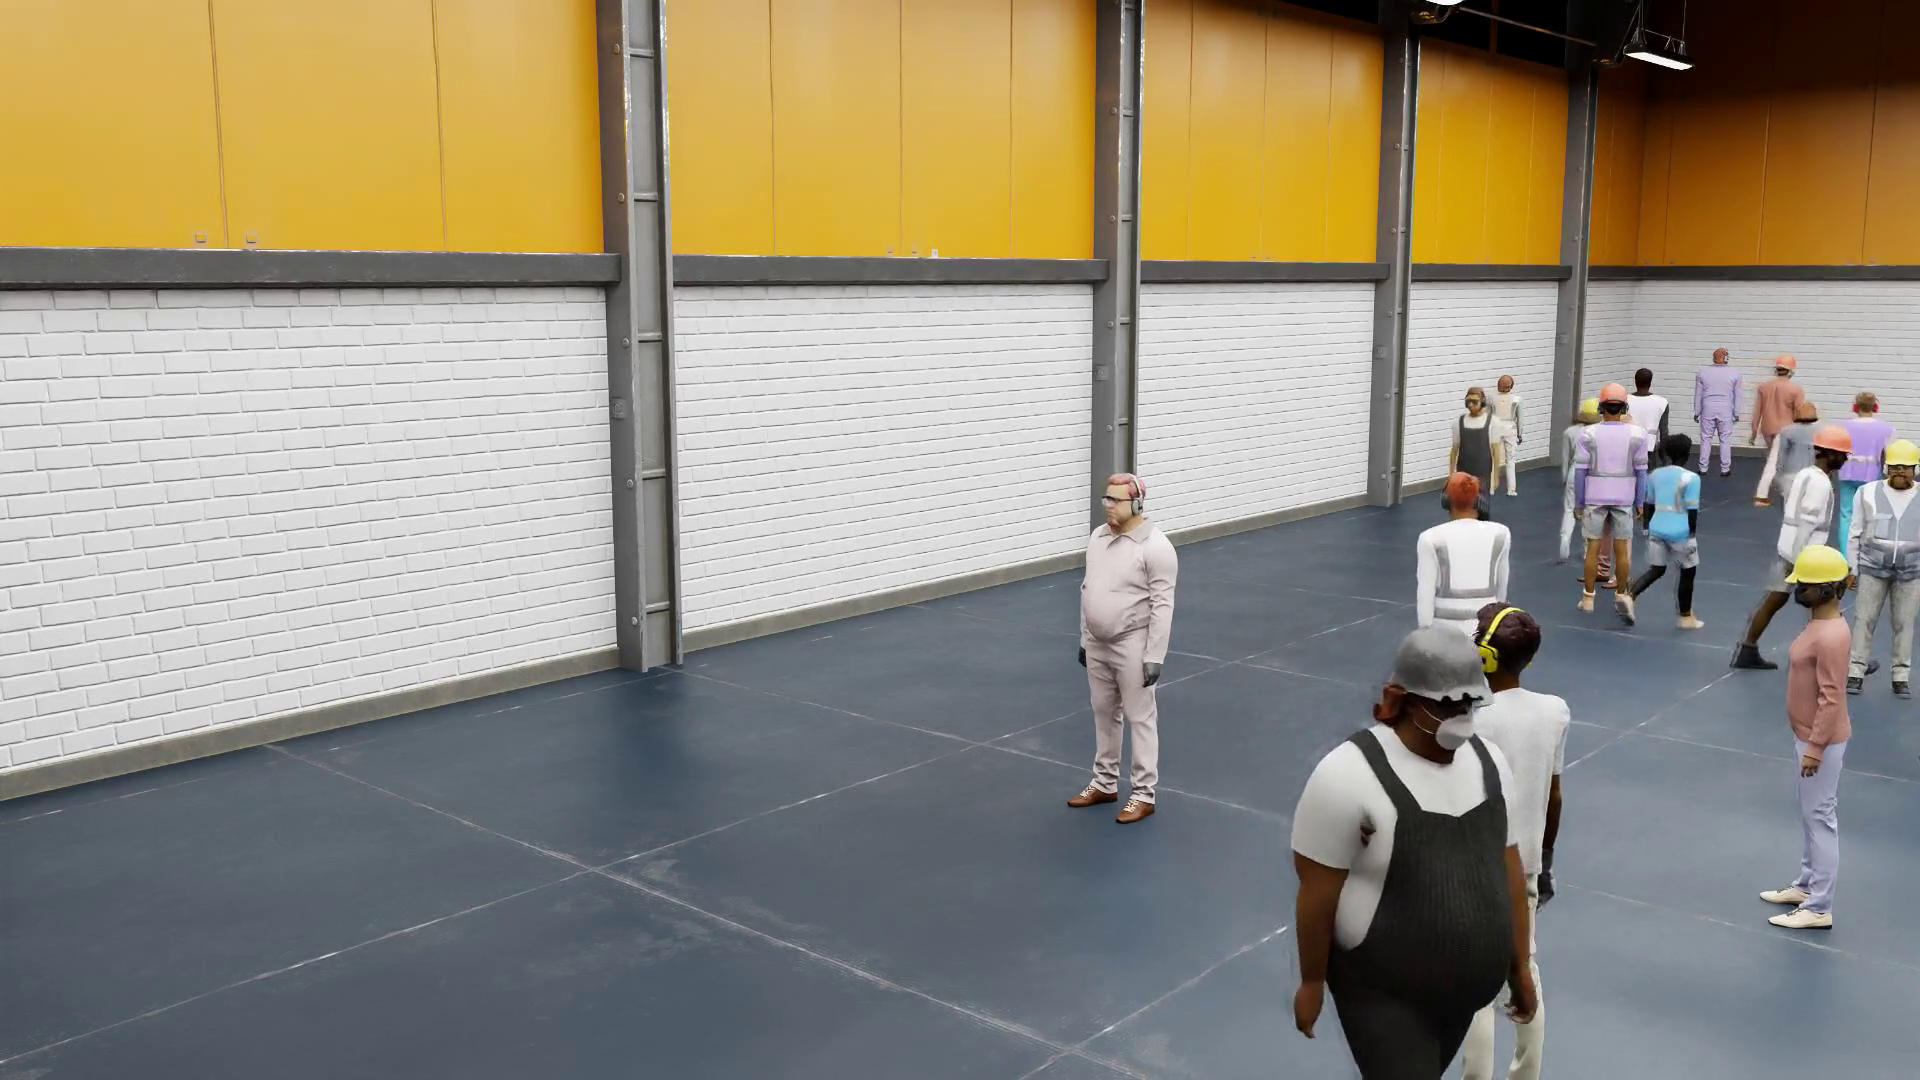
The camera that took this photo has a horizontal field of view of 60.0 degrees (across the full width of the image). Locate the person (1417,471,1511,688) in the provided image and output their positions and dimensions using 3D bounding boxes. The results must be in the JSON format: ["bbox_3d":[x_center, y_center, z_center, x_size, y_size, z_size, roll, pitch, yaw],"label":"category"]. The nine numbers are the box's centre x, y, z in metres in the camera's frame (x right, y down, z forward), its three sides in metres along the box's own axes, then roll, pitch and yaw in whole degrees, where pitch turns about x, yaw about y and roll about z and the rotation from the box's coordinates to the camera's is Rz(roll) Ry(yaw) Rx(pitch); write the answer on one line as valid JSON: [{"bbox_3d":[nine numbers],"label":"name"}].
[{"bbox_3d":[2.953,0.514,9.776,0.571,1.844,0.981,0,9,1],"label":"person"}]

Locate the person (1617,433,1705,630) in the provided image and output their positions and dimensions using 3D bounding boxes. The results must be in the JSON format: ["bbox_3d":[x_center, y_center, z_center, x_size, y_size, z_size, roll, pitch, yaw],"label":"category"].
[{"bbox_3d":[5.901,-0.063,13.912,0.730,1.673,0.540,-3,10,-21],"label":"person"}]

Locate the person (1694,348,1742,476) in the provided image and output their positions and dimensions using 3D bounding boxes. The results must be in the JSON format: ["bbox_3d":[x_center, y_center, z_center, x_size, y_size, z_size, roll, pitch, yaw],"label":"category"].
[{"bbox_3d":[11.251,-1.898,24.713,0.643,1.903,0.399,5,10,29],"label":"person"}]

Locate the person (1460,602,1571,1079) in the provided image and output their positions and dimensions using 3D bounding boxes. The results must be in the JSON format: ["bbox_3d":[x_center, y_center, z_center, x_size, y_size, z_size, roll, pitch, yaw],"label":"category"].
[{"bbox_3d":[1.844,1.135,5.751,0.510,1.877,0.329,-4,10,-23],"label":"person"}]

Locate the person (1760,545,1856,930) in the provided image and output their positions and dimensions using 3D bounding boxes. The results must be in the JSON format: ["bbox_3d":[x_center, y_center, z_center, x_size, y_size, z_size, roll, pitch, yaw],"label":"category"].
[{"bbox_3d":[3.891,0.895,7.606,0.318,1.767,0.523,4,10,21],"label":"person"}]

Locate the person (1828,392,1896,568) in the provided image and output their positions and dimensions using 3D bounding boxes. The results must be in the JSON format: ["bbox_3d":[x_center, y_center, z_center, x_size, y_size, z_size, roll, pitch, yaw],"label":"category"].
[{"bbox_3d":[9.072,-0.590,16.783,0.585,1.816,0.796,5,10,29],"label":"person"}]

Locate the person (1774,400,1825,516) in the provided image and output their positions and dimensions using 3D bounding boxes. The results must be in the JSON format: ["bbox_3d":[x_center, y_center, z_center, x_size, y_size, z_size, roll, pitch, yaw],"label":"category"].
[{"bbox_3d":[9.188,-0.710,18.147,0.506,1.621,0.429,2,9,10],"label":"person"}]

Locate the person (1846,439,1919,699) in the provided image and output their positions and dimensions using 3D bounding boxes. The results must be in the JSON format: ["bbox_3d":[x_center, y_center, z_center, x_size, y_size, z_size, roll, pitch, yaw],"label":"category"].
[{"bbox_3d":[6.583,0.202,11.737,0.591,1.834,0.404,4,10,26],"label":"person"}]

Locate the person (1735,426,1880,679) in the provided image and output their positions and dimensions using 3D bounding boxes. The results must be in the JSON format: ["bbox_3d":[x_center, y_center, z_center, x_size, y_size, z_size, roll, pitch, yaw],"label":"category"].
[{"bbox_3d":[6.329,0.092,12.332,0.997,1.862,0.591,2,9,13],"label":"person"}]

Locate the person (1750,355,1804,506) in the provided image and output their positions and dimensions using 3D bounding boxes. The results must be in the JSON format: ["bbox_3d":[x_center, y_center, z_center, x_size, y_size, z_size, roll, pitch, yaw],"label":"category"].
[{"bbox_3d":[10.659,-1.418,21.562,1.043,1.938,0.649,-5,11,-31],"label":"person"}]

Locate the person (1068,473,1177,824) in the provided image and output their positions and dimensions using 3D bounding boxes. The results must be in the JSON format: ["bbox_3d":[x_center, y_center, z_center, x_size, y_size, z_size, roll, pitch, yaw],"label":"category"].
[{"bbox_3d":[0.876,0.580,9.125,0.410,1.912,0.643,-7,12,-39],"label":"person"}]

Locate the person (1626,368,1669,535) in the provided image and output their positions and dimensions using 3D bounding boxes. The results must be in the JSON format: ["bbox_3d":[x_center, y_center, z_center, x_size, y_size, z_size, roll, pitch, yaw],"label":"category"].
[{"bbox_3d":[7.794,-1.008,19.079,0.597,1.915,0.371,3,10,20],"label":"person"}]

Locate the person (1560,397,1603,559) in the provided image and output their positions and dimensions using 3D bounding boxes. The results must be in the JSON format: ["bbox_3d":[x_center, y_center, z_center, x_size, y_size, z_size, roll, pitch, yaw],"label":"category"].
[{"bbox_3d":[6.486,-0.630,17.309,0.487,1.718,0.711,6,11,31],"label":"person"}]

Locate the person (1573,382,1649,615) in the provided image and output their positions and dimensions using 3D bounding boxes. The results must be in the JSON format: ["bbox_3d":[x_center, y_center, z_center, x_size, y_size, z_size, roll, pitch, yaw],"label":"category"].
[{"bbox_3d":[5.692,-0.359,14.603,0.608,2.045,0.369,3,9,16],"label":"person"}]

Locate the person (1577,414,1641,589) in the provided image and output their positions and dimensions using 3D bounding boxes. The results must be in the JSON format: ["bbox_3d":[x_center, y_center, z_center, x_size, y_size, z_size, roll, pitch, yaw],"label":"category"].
[{"bbox_3d":[6.204,-0.492,15.869,0.401,1.906,0.651,-2,9,-14],"label":"person"}]

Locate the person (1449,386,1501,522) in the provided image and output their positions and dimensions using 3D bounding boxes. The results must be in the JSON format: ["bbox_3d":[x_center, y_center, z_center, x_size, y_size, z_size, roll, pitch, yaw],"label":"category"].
[{"bbox_3d":[5.406,-0.706,17.457,0.541,1.829,0.562,5,10,28],"label":"person"}]

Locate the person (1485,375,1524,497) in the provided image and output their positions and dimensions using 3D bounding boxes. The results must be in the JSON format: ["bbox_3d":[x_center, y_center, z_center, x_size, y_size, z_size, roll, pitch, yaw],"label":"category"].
[{"bbox_3d":[7.319,-1.399,22.398,0.511,1.640,0.308,4,10,25],"label":"person"}]
